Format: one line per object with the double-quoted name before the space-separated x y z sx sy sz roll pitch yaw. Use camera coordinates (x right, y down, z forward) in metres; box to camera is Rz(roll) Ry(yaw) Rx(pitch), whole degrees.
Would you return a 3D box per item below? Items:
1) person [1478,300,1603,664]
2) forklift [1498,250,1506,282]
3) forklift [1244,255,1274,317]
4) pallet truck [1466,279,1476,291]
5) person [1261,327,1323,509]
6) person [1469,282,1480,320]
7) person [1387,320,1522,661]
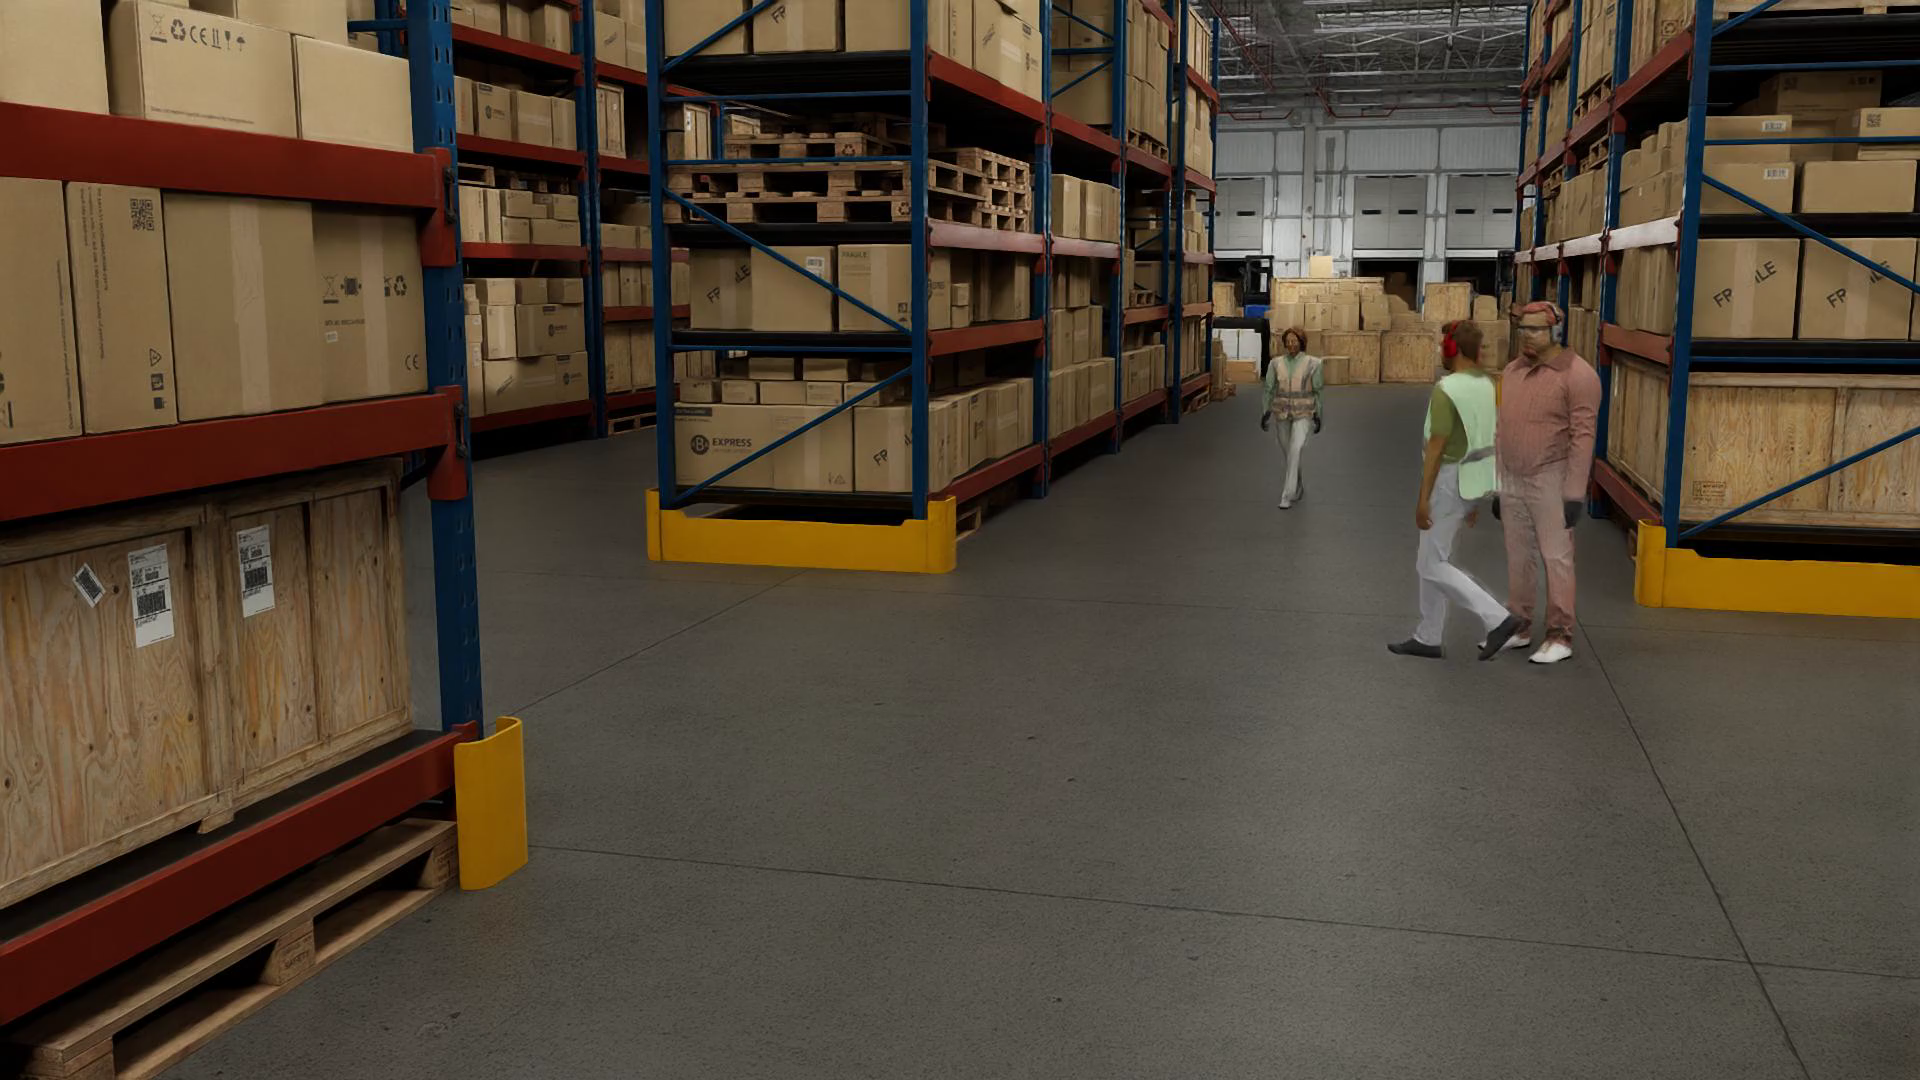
"person" 3.063 -0.308 8.825 0.404 1.909 0.659 -5 10 -27
"forklift" 15.915 -6.937 47.846 1.129 2.768 1.873 1 9 8
"forklift" 10.478 -8.583 58.304 1.129 2.768 1.873 0 9 -1
"pallet truck" 18.896 -8.459 60.307 1.885 1.965 0.823 5 10 31
"person" 2.981 -1.109 14.862 0.528 1.603 0.830 5 10 30
"person" 14.691 -6.456 47.837 0.631 1.916 0.660 0 9 0
"person" 2.591 -0.238 8.670 0.682 1.806 0.591 7 11 36
